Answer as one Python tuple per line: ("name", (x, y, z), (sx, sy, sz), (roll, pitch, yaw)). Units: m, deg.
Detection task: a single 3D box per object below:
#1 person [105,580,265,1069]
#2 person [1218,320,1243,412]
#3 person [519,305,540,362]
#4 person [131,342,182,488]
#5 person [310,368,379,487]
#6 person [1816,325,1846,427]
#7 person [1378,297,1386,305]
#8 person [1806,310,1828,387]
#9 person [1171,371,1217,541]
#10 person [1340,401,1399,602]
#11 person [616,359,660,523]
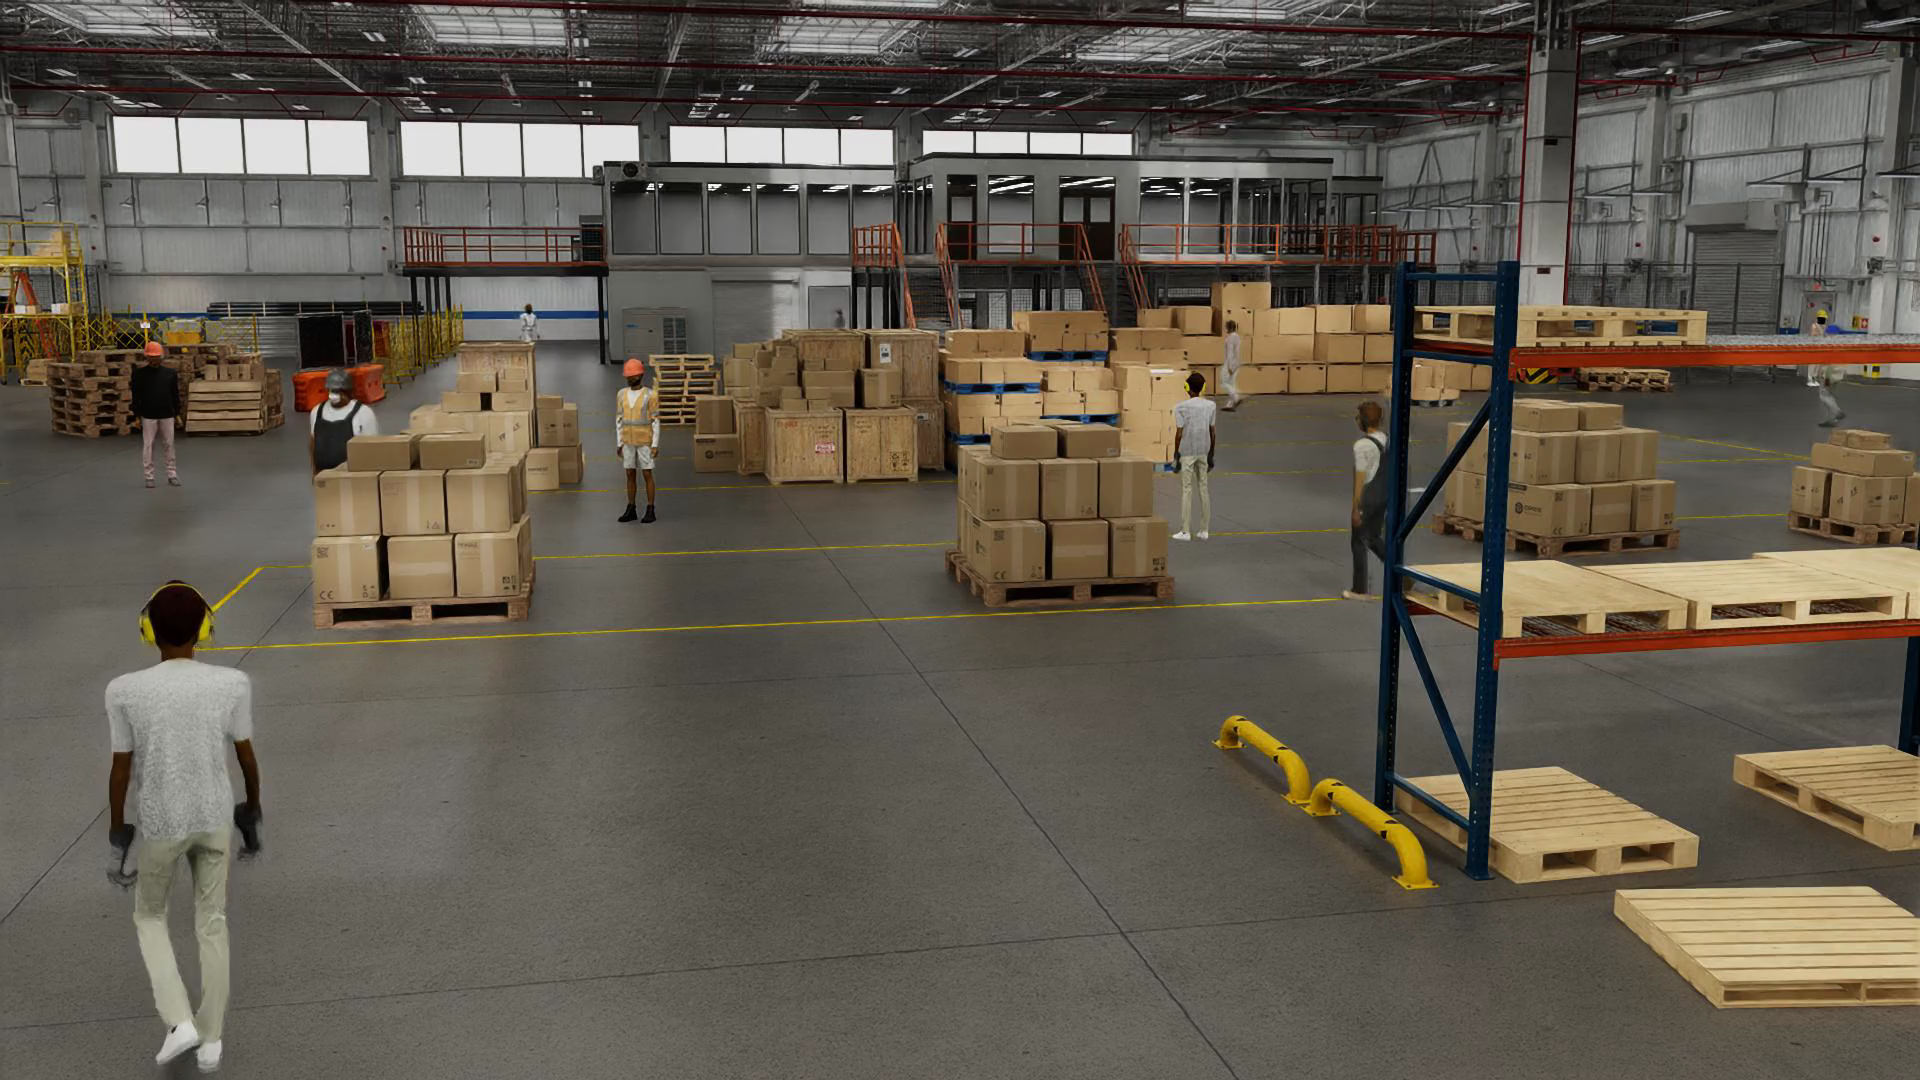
("person", (-2.889, 1.071, 6.202), (0.569, 1.856, 0.380), (-6, 11, -33))
("person", (5.622, -3.609, 34.520), (0.470, 1.921, 0.636), (5, 11, 29))
("person", (-13.633, -6.533, 52.670), (0.597, 1.826, 1.025), (-9, 13, -44))
("person", (-10.994, -1.715, 22.775), (0.622, 1.992, 0.374), (-7, 12, -38))
("person", (-6.158, -0.737, 16.669), (0.690, 2.000, 0.688), (2, 9, 11))
("person", (16.352, -3.066, 31.187), (0.461, 1.930, 0.631), (8, 12, 39))
("person", (14.589, -7.452, 57.772), (0.403, 1.987, 0.614), (2, 10, 13))
("person", (21.687, -4.839, 42.021), (0.594, 1.924, 0.382), (-7, 12, -38))
("person", (2.568, -0.919, 18.299), (0.513, 1.872, 0.328), (-3, 10, -17))
("person", (3.707, -0.319, 14.786), (0.526, 1.825, 0.615), (-7, 11, -35))
("person", (-3.803, -1.157, 19.548), (0.552, 1.933, 0.372), (3, 10, 18))
